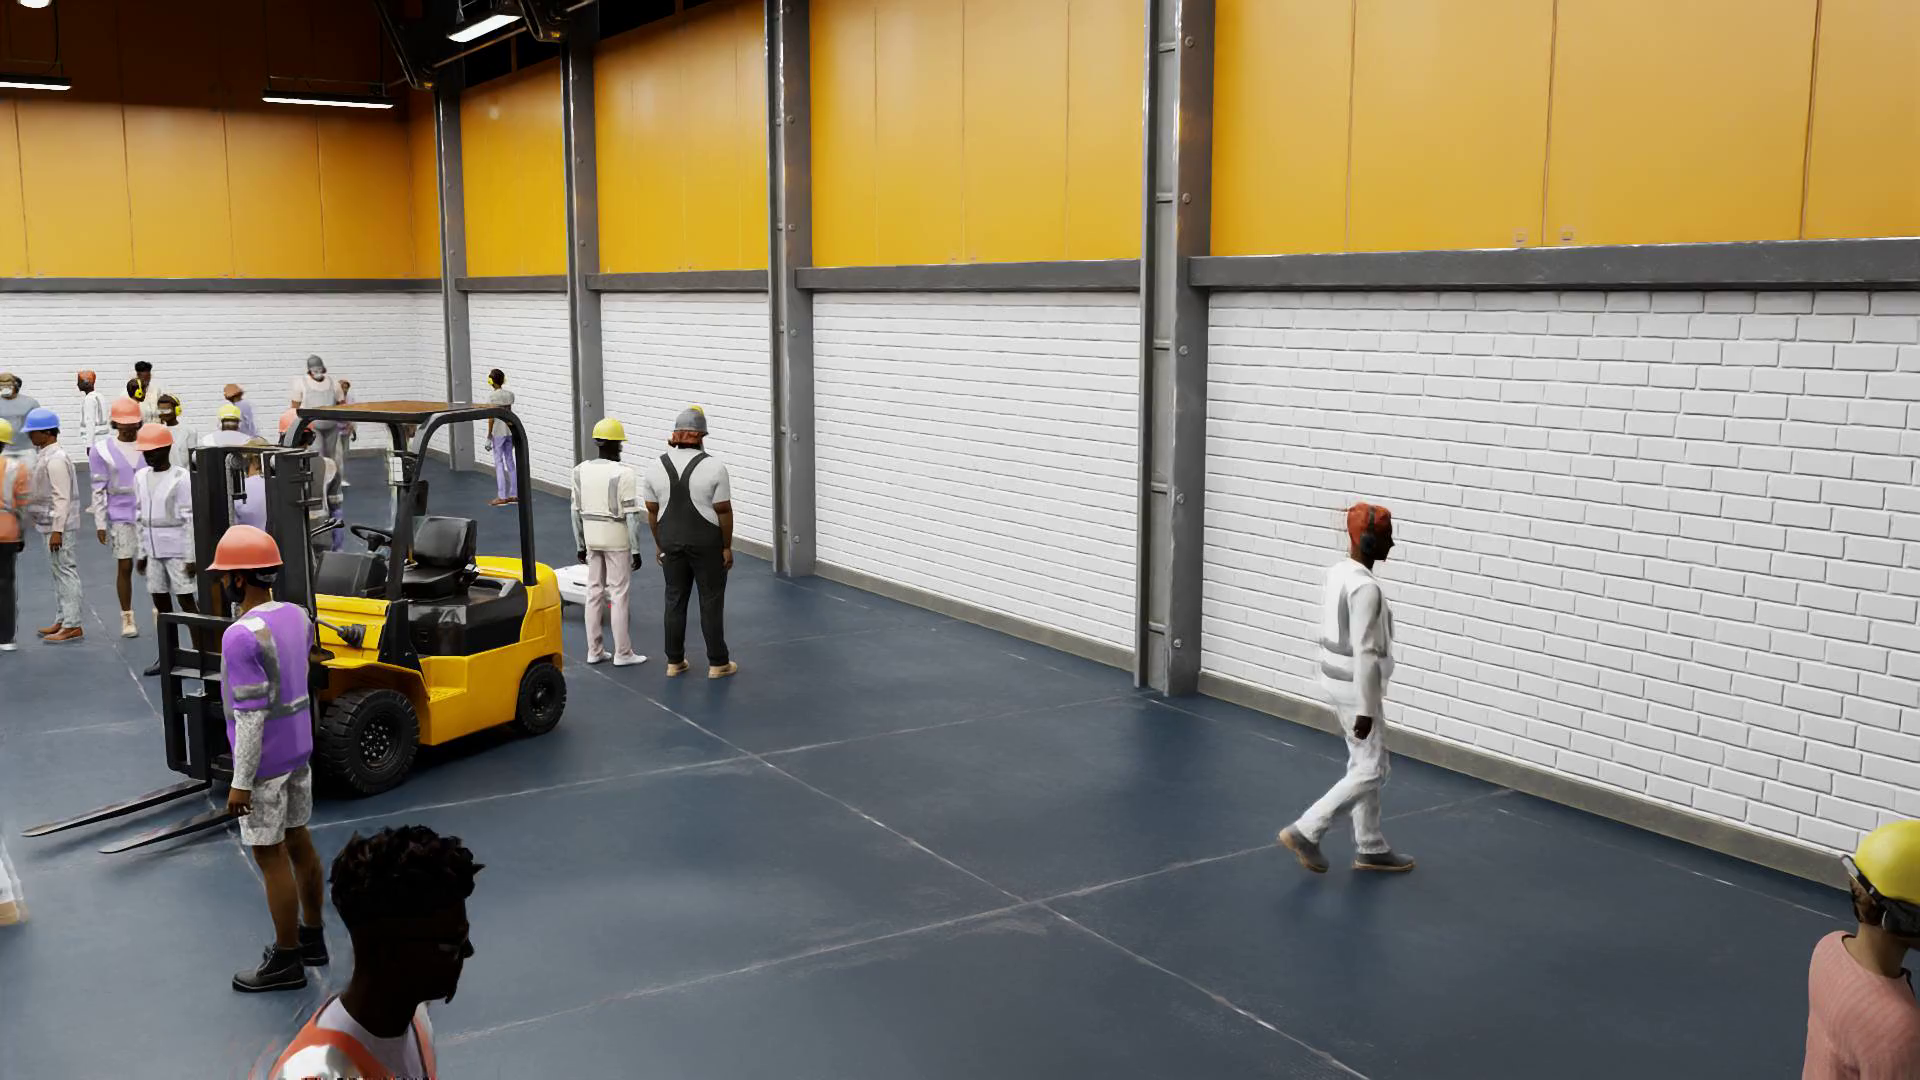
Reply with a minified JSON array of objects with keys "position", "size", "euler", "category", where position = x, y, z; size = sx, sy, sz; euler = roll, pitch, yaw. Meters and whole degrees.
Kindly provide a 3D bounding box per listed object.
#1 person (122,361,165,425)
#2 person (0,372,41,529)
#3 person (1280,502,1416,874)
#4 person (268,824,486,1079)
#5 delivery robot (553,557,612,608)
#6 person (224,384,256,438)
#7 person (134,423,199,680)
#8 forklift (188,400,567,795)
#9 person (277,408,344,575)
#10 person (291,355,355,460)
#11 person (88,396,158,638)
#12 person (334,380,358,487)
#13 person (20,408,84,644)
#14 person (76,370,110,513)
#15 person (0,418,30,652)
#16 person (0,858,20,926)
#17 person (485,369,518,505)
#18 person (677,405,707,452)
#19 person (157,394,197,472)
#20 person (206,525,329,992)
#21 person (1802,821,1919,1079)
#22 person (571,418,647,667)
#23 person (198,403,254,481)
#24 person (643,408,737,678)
[{"position":[-11.405,-1.553,23.433],"size":[0.951,1.923,0.639],"euler":[7,11,38],"category":"person"},{"position":[-11.503,-1.076,20.245],"size":[0.639,1.926,0.367],"euler":[-4,9,-27],"category":"person"},{"position":[1.936,0.744,8.155],"size":[0.667,1.874,0.584],"euler":[0,8,-2],"category":"person"},{"position":[-1.064,1.470,3.053],"size":[0.694,1.928,0.632],"euler":[-1,9,-8],"category":"person"},{"position":[-3.295,0.385,14.675],"size":[0.707,0.478,0.477],"euler":[7,11,41],"category":"delivery robot"},{"position":[-10.193,-1.426,23.709],"size":[0.594,1.596,0.400],"euler":[5,10,32],"category":"person"},{"position":[-5.937,0.086,12.424],"size":[0.549,1.928,0.391],"euler":[3,9,22],"category":"person"},{"position":[-3.529,0.258,10.348],"size":[1.214,2.155,2.313],"euler":[4,9,25],"category":"forklift"},{"position":[-4.894,0.041,12.374],"size":[0.607,2.036,0.411],"euler":[-7,11,-40],"category":"person"},{"position":[-9.134,-1.679,23.922],"size":[0.813,2.000,0.874],"euler":[-6,11,-37],"category":"person"},{"position":[-6.911,-0.189,13.929],"size":[0.613,2.031,0.410],"euler":[-7,11,-38],"category":"person"},{"position":[-9.164,-1.575,24.695],"size":[0.703,1.597,0.526],"euler":[6,11,37],"category":"person"},{"position":[-7.483,-0.123,13.750],"size":[0.391,1.947,0.602],"euler":[-6,10,-34],"category":"person"},{"position":[-11.391,-1.296,21.905],"size":[0.344,1.876,0.579],"euler":[-3,9,-17],"category":"person"},{"position":[-7.784,-0.030,13.329],"size":[0.630,1.890,0.455],"euler":[-3,9,-21],"category":"person"},{"position":[-4.747,0.886,7.453],"size":[0.917,1.790,0.634],"euler":[-2,9,-14],"category":"person"},{"position":[-6.254,-1.397,22.617],"size":[0.332,1.864,0.514],"euler":[5,10,30],"category":"person"},{"position":[-2.747,-0.526,17.191],"size":[0.321,1.737,0.487],"euler":[-5,10,-31],"category":"person"},{"position":[-8.004,-0.560,16.995],"size":[0.505,1.864,0.331],"euler":[1,8,6],"category":"person"},{"position":[-2.888,0.899,6.891],"size":[0.376,1.936,0.549],"euler":[1,8,4],"category":"person"},{"position":[2.010,1.467,3.682],"size":[0.343,1.755,0.531],"euler":[2,9,12],"category":"person"},{"position":[-2.709,0.020,12.853],"size":[0.595,1.923,0.372],"euler":[4,9,25],"category":"person"},{"position":[-7.153,-0.431,16.305],"size":[0.617,1.804,0.457],"euler":[-4,9,-23],"category":"person"},{"position":[-1.991,0.014,12.512],"size":[0.681,2.000,0.538],"euler":[2,9,14],"category":"person"}]
